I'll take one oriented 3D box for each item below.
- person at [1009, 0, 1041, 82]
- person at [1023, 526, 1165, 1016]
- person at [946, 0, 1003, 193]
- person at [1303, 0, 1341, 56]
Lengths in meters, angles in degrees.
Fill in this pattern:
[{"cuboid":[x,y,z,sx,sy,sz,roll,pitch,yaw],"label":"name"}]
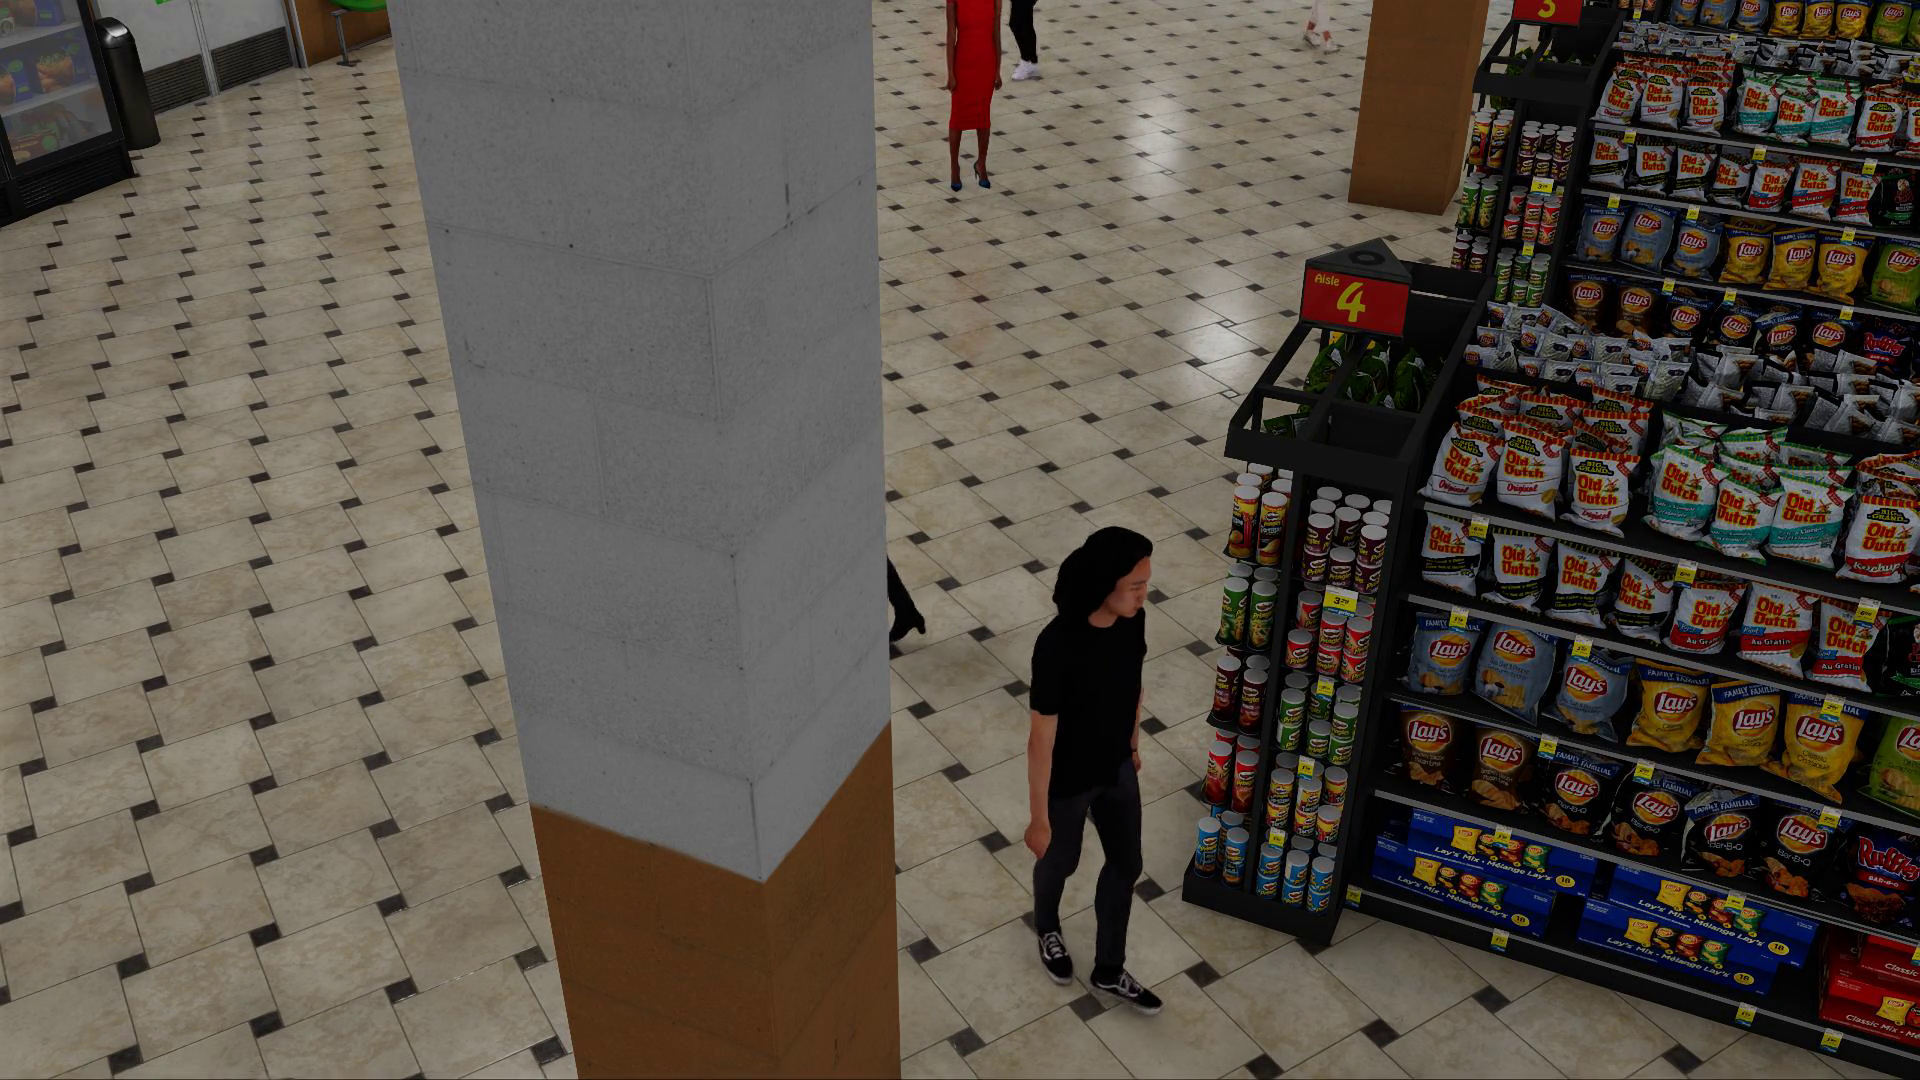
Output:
[{"cuboid":[0.630,-4.870,14.581,0.780,1.627,0.699,-19,37,-27],"label":"person"},{"cuboid":[0.382,0.704,5.448,0.919,1.813,0.969,-22,38,-31],"label":"person"},{"cuboid":[0.095,-3.432,12.161,0.618,1.743,0.701,-7,32,-10],"label":"person"},{"cuboid":[3.361,-5.389,15.371,1.031,1.674,1.084,-10,33,-16],"label":"person"}]
